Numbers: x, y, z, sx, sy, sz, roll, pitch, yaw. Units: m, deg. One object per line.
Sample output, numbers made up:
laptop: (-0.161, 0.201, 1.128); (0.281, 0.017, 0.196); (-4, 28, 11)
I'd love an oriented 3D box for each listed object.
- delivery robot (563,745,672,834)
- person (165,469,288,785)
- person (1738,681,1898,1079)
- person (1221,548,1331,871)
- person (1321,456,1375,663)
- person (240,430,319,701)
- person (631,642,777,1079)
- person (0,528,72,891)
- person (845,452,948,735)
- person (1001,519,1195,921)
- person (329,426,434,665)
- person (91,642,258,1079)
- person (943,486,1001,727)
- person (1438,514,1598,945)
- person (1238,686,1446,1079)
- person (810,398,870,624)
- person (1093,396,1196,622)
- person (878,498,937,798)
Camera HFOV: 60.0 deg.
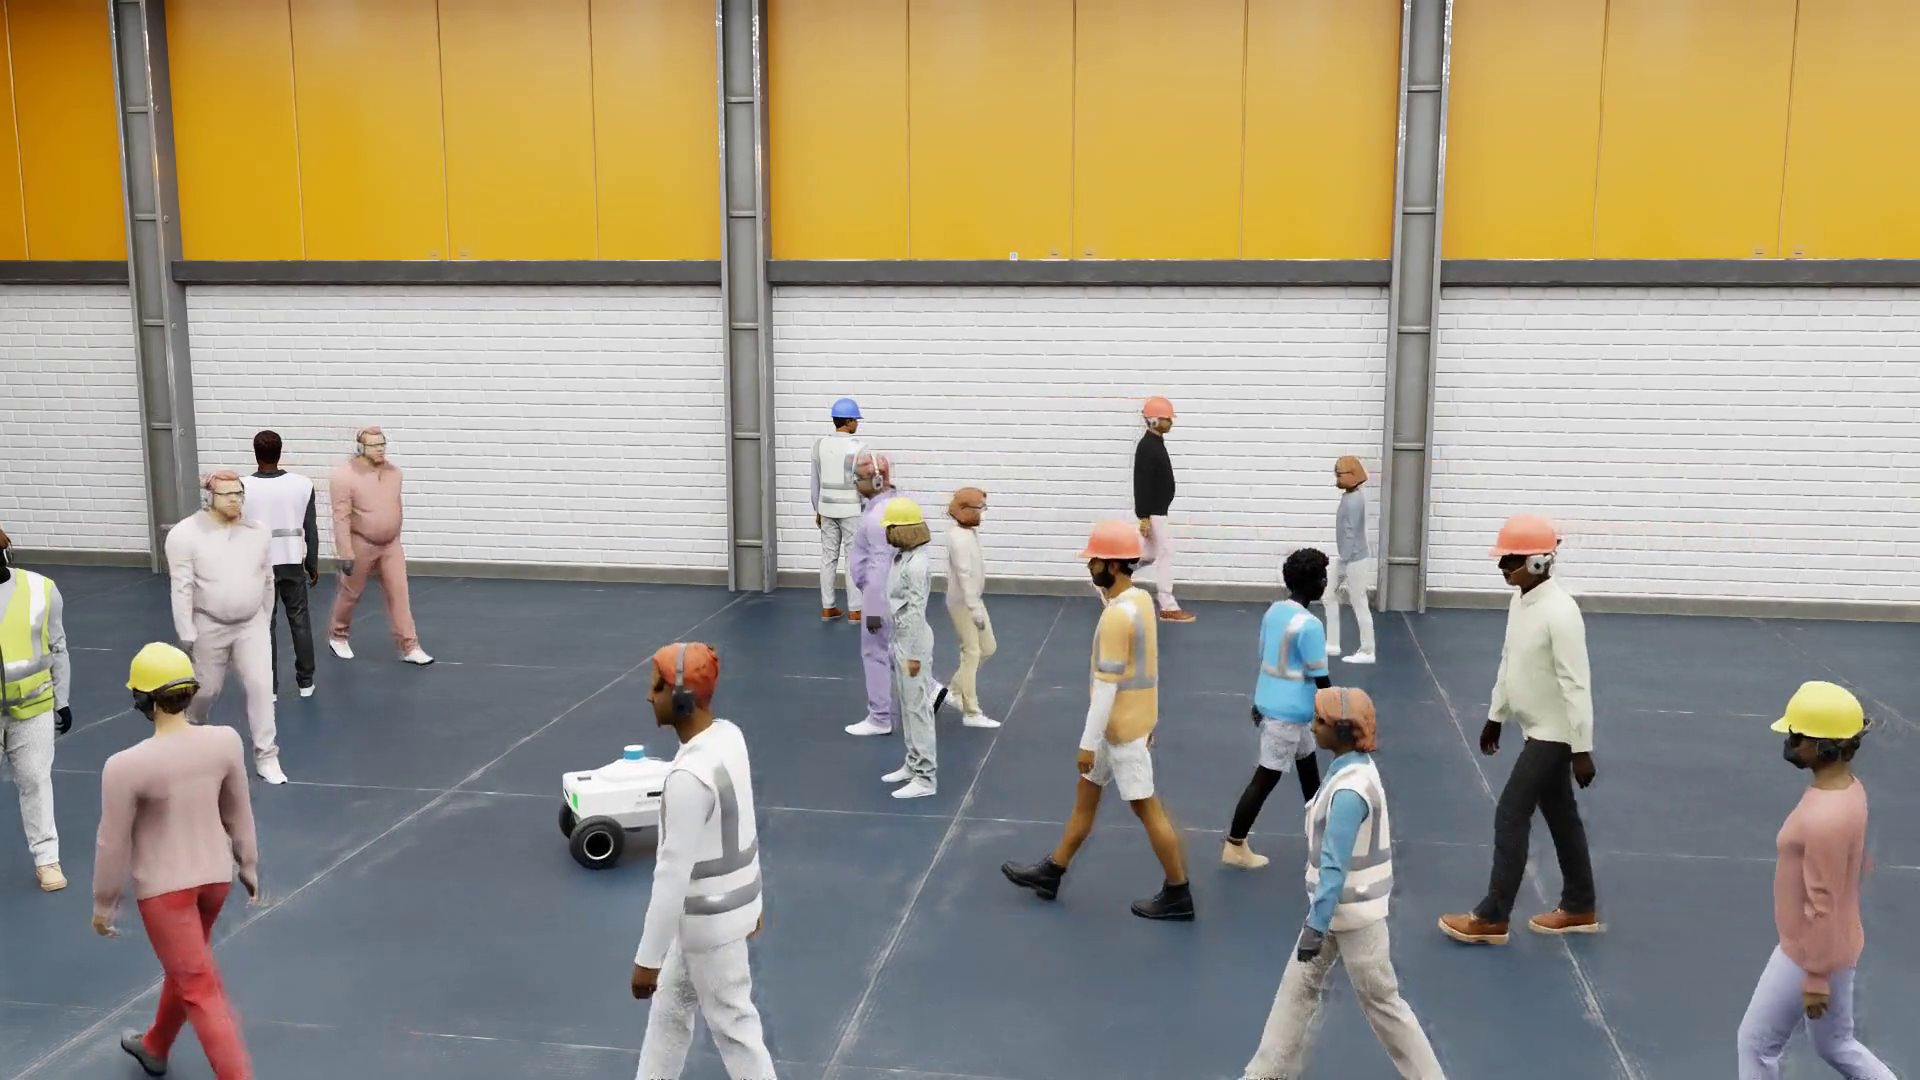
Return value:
delivery robot: (-1.692, 1.314, 8.673); (0.707, 0.478, 0.477); (-4, 10, -21)
person: (-4.419, 0.495, 9.981); (0.638, 1.877, 0.926); (-8, 12, -42)
person: (2.806, 1.306, 5.338); (0.801, 1.737, 0.528); (6, 11, 35)
person: (1.713, 0.855, 8.409); (0.857, 1.639, 0.535); (-1, 9, -6)
person: (2.940, 0.153, 12.836); (0.640, 1.607, 0.521); (2, 9, 9)
person: (-4.826, 0.184, 11.736); (0.591, 1.919, 0.392); (-6, 11, -35)
person: (-0.939, 1.242, 5.428); (0.895, 1.843, 0.609); (0, 9, 2)
person: (-4.638, 0.821, 8.041); (0.633, 1.842, 0.429); (-6, 11, -35)
person: (-0.440, 0.363, 10.739); (0.570, 1.884, 0.674); (2, 9, 10)
person: (0.677, 0.841, 7.781); (0.975, 1.882, 0.565); (3, 10, 15)
person: (-4.574, 0.037, 12.864); (1.018, 1.856, 0.660); (7, 11, 35)
person: (-2.842, 1.214, 5.976); (0.895, 1.711, 0.543); (5, 11, 29)
person: (0.084, 0.446, 11.045); (0.382, 1.620, 0.509); (3, 10, 16)
person: (2.542, 0.859, 7.491); (0.889, 1.947, 0.637); (0, 9, 2)
person: (1.372, 1.301, 5.856); (0.857, 1.596, 0.527); (2, 9, 10)
person: (-0.998, -0.248, 14.318); (0.614, 1.943, 0.396); (6, 11, 31)
person: (1.602, -0.273, 14.416); (0.859, 1.970, 0.622); (2, 9, 13)
person: (-0.315, 0.616, 9.639); (0.319, 1.737, 0.484); (-2, 9, -11)
